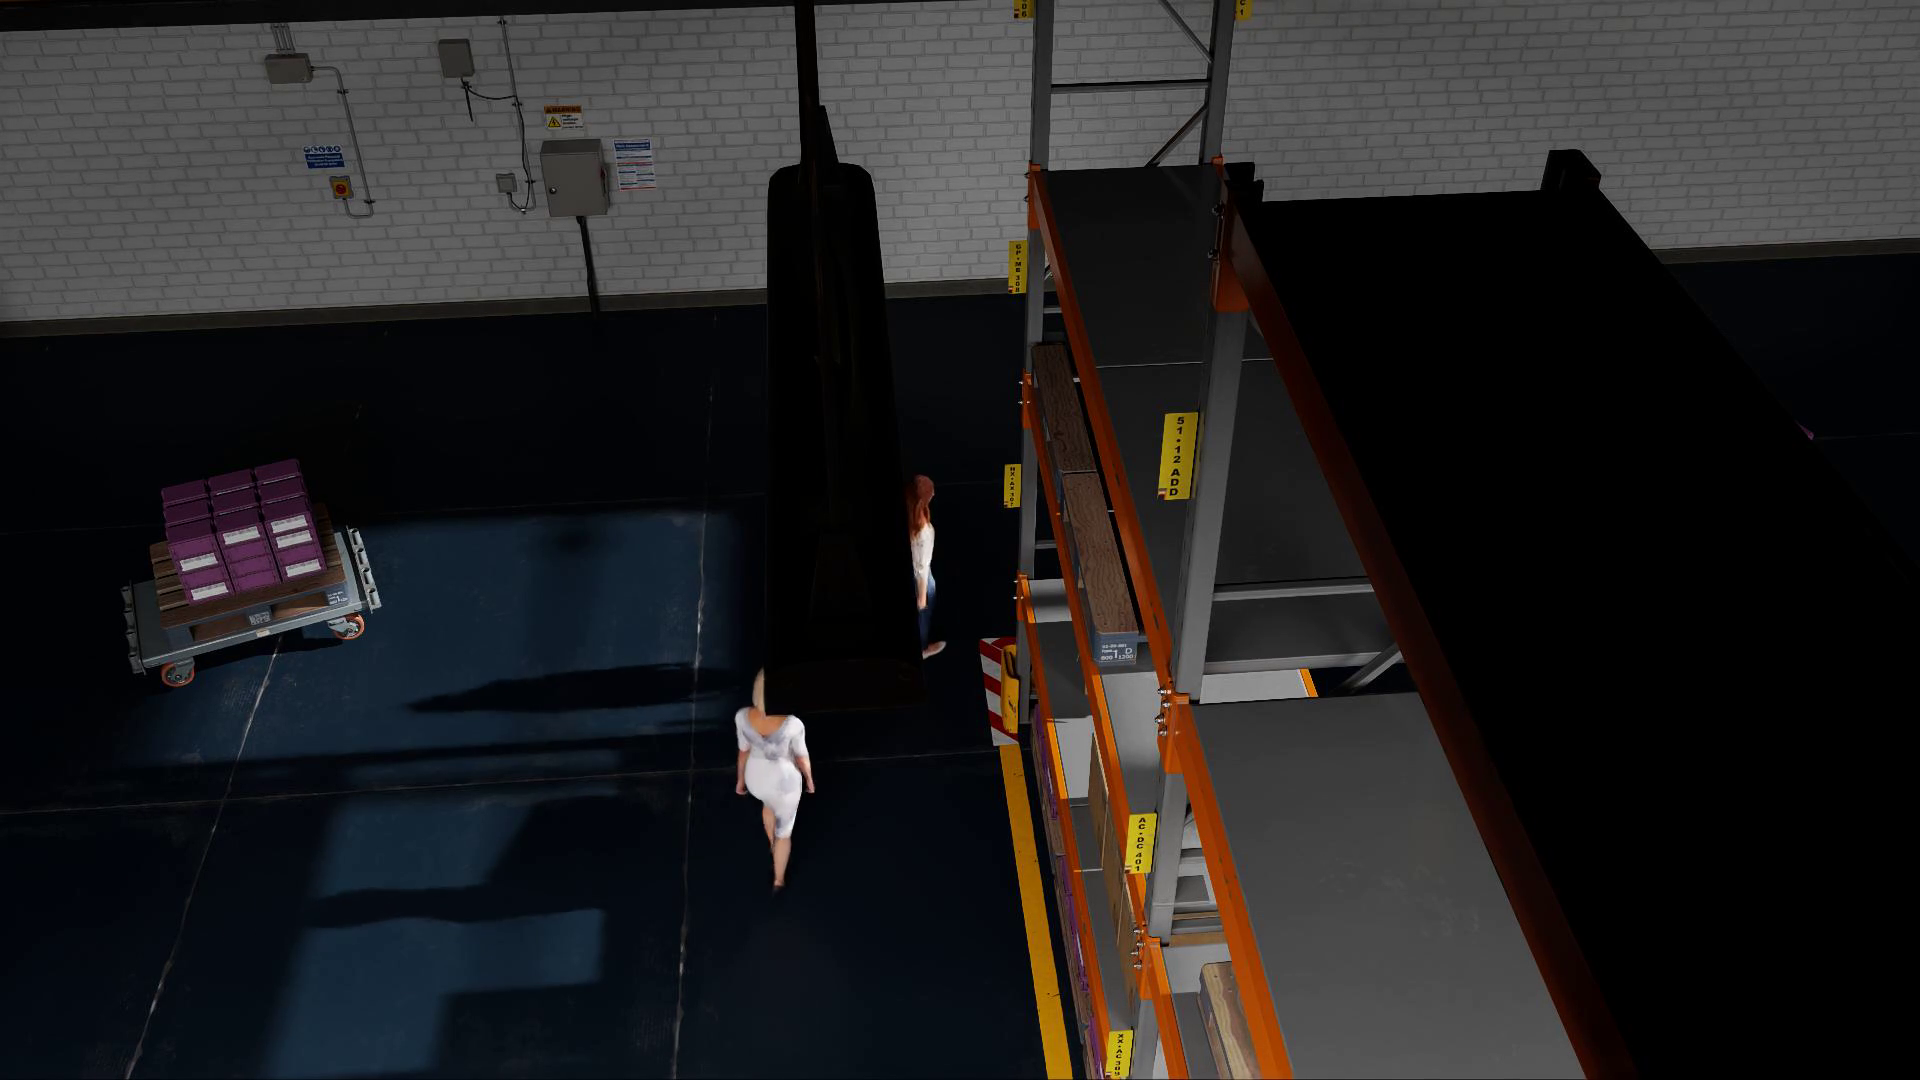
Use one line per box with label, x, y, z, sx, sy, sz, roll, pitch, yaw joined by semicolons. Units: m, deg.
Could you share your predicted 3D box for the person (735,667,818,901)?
person;-1.104;1.466;9.627;0.707;1.731;0.769;9;40;12
